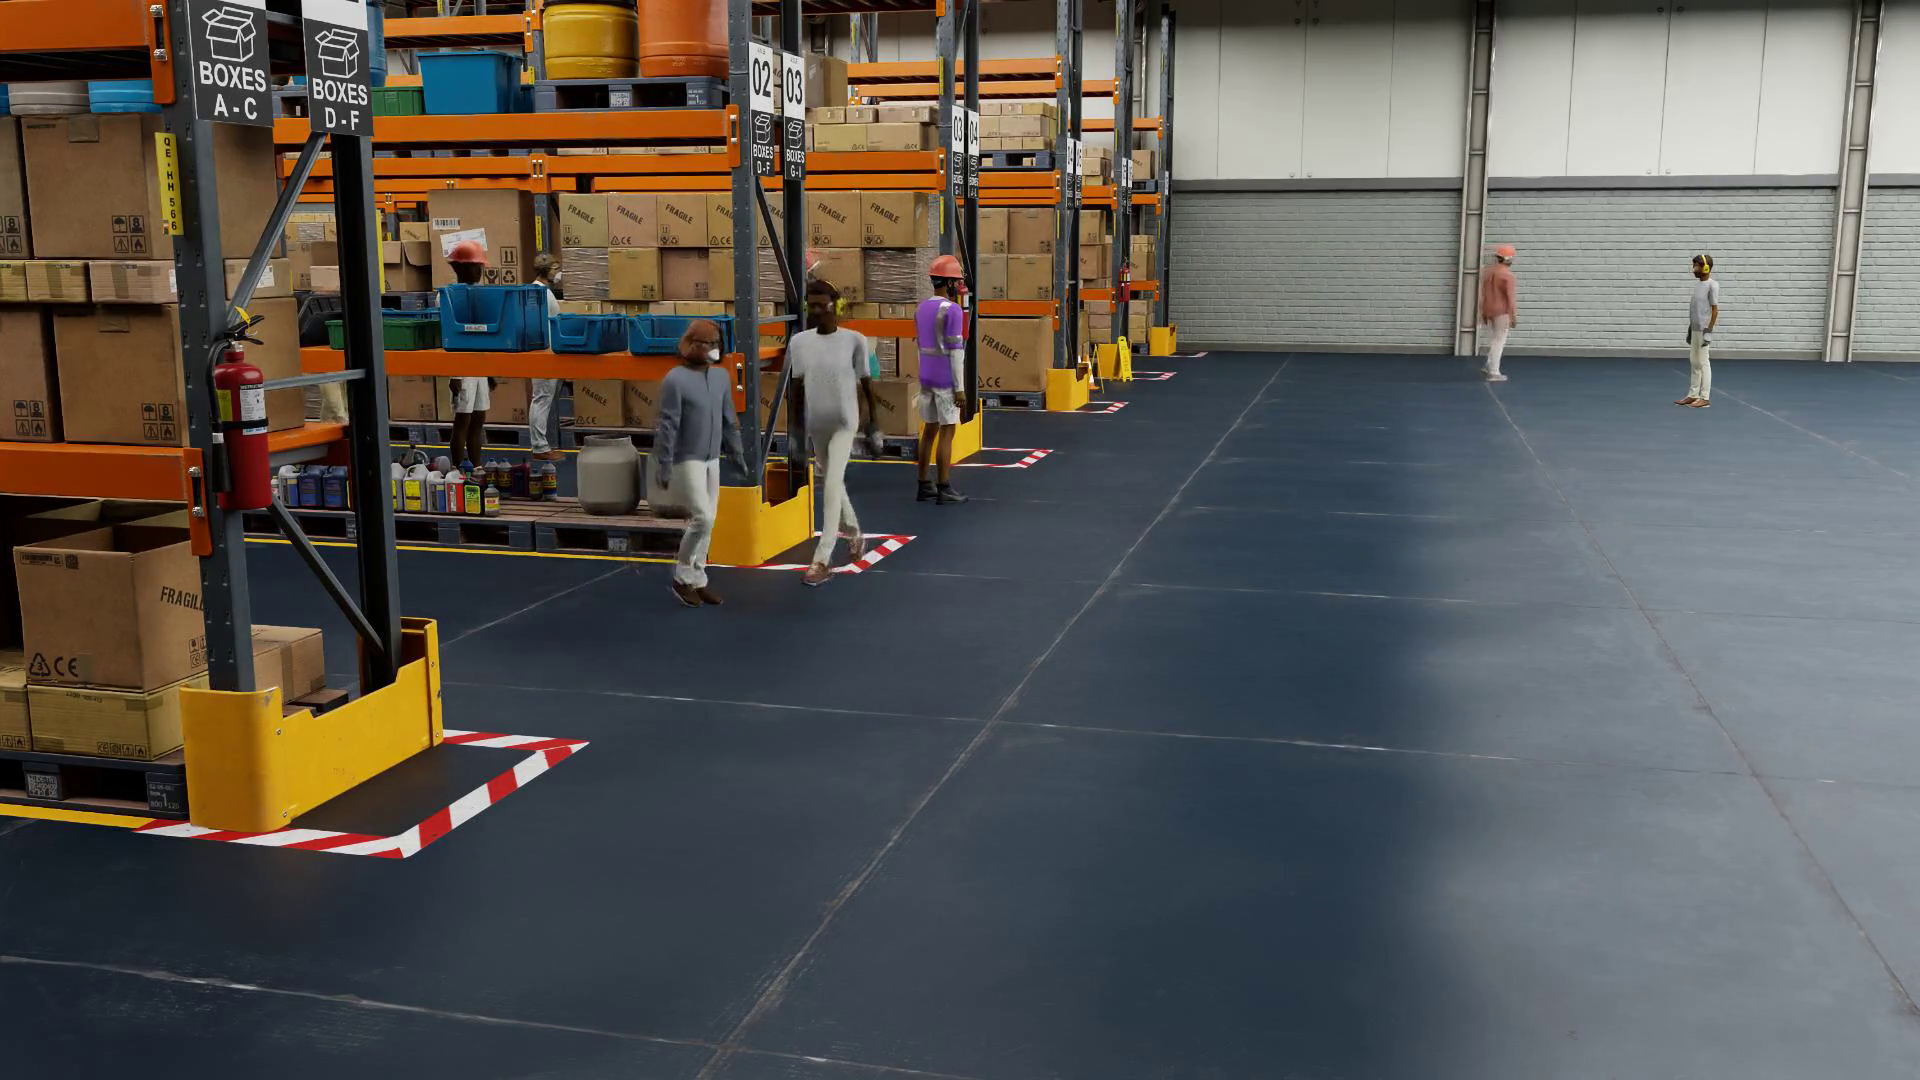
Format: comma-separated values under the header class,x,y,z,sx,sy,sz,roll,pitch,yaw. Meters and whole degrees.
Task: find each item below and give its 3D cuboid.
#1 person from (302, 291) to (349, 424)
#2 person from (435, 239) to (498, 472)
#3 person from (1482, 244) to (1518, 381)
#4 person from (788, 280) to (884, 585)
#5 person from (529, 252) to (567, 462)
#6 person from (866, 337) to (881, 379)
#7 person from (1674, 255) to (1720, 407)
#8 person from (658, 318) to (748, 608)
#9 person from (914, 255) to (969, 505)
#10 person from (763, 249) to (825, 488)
class,x,y,z,sx,sy,sz,roll,pitch,yaw
person,-5.757,-1.469,15.144,0.894,1.576,0.510,4,11,20
person,-3.903,-1.366,13.294,0.367,2.046,0.608,2,11,13
person,7.875,-3.297,24.179,0.457,1.972,0.646,-3,11,-17
person,-0.756,-0.686,10.201,0.563,1.816,1.004,4,11,19
person,-3.838,-1.677,15.356,0.374,1.932,0.624,-3,11,-16
person,-1.026,-1.914,17.146,0.485,1.754,0.534,3,11,17
person,9.074,-2.558,20.403,0.327,1.865,0.520,-1,10,-3
person,-1.440,-0.421,9.226,0.370,1.615,0.516,6,12,30
person,-0.126,-1.237,12.919,0.391,1.929,0.540,-7,12,-32
person,-1.384,-1.403,13.674,0.725,1.974,0.652,0,10,1
